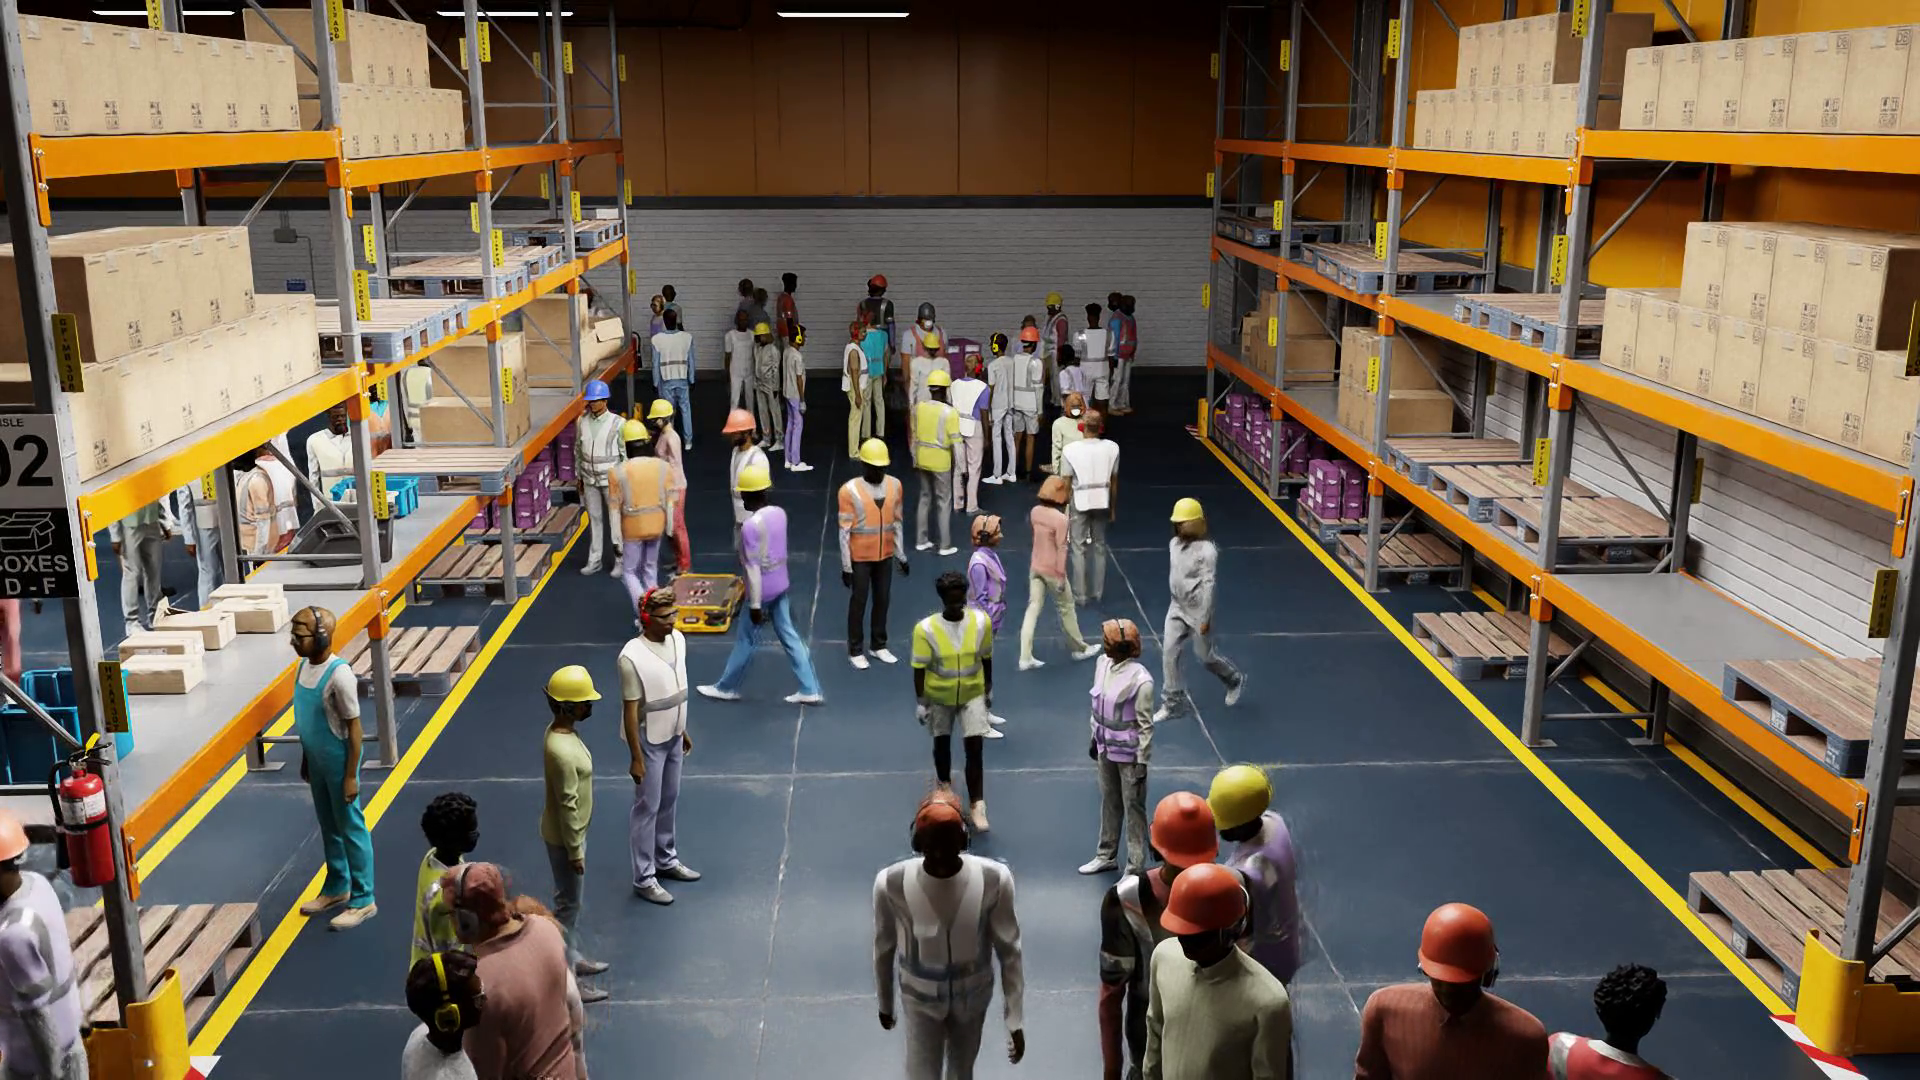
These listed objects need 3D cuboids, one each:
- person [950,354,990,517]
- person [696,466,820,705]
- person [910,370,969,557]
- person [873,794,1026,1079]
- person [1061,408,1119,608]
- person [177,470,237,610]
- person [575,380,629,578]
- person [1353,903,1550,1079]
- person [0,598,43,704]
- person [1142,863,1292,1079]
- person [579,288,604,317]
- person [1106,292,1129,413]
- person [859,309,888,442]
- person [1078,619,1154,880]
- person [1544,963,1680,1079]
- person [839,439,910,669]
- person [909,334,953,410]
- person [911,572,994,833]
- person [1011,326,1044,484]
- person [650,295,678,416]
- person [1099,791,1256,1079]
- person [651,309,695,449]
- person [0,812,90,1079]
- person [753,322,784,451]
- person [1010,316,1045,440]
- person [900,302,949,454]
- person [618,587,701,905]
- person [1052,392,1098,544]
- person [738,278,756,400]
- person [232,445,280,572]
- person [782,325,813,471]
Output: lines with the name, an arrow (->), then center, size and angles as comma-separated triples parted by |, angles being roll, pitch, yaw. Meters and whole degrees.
person -> 0.105, -1.176, 18.772 | 0.418, 1.828, 0.561 | -14, 20, -43
person -> -1.520, 0.354, 12.656 | 0.854, 1.893, 0.609 | 7, 16, 25
person -> -0.212, -0.781, 17.036 | 0.679, 1.913, 0.418 | 9, 17, 33
person -> -0.048, 1.891, 6.717 | 0.586, 1.832, 0.976 | -2, 14, -8
person -> 1.187, -0.290, 15.261 | 0.572, 1.846, 0.387 | -5, 15, -20
person -> -6.448, -0.095, 14.363 | 0.402, 1.909, 0.599 | 8, 16, 28
person -> -3.488, -0.598, 16.250 | 0.603, 1.949, 0.389 | 5, 15, 19
person -> 1.591, 2.115, 5.508 | 0.623, 1.992, 0.397 | 5, 15, 18
person -> -7.227, 0.391, 12.500 | 0.600, 1.884, 0.590 | -12, 19, -39
person -> 0.858, 2.046, 5.802 | 0.408, 1.986, 0.617 | -12, 19, -40
person -> -5.694, -2.983, 25.777 | 0.582, 1.871, 0.625 | 7, 16, 25
person -> 2.405, -2.858, 25.362 | 0.433, 1.834, 0.657 | 3, 15, 10
person -> -1.232, -2.269, 23.007 | 0.575, 1.844, 0.376 | -12, 18, -38
person -> 0.933, 1.237, 9.669 | 0.314, 1.637, 0.514 | -8, 16, -30
person -> 2.192, 2.234, 5.659 | 0.537, 1.690, 0.322 | 14, 20, 43
person -> -0.692, 0.116, 13.553 | 0.619, 1.911, 0.452 | -10, 17, -34
person -> -0.340, -1.759, 21.236 | 0.540, 1.733, 0.820 | -6, 15, -21
person -> -0.025, 1.020, 10.464 | 0.547, 1.653, 0.846 | -3, 15, -10
person -> 0.836, -1.655, 20.448 | 0.387, 1.929, 0.544 | -13, 19, -41
person -> -4.462, -2.760, 24.966 | 0.513, 1.839, 0.343 | 13, 19, 41
person -> 0.832, 1.893, 6.319 | 0.613, 2.031, 0.403 | -3, 15, -12
person -> -3.859, -2.154, 22.430 | 0.587, 1.913, 0.391 | -5, 15, -20
person -> -3.535, 1.912, 6.519 | 0.937, 1.904, 0.547 | -5, 15, -17
person -> -2.628, -2.074, 22.482 | 0.486, 1.736, 0.341 | 13, 19, 42
person -> 0.909, -2.167, 22.736 | 0.520, 1.785, 0.980 | 4, 15, 16
person -> -0.431, -2.161, 22.202 | 0.688, 2.000, 0.536 | -6, 15, -22
person -> -1.753, 1.156, 9.572 | 0.372, 1.843, 0.570 | 5, 15, 20
person -> 1.214, -0.760, 17.535 | 0.503, 1.622, 0.299 | -3, 15, -10
person -> -3.334, -3.188, 26.457 | 0.367, 1.933, 0.627 | 4, 15, 16
person -> -5.881, 0.016, 13.884 | 0.367, 1.927, 0.587 | -8, 16, -30
person -> -2.086, -1.805, 21.169 | 0.327, 1.862, 0.509 | -7, 16, -26
